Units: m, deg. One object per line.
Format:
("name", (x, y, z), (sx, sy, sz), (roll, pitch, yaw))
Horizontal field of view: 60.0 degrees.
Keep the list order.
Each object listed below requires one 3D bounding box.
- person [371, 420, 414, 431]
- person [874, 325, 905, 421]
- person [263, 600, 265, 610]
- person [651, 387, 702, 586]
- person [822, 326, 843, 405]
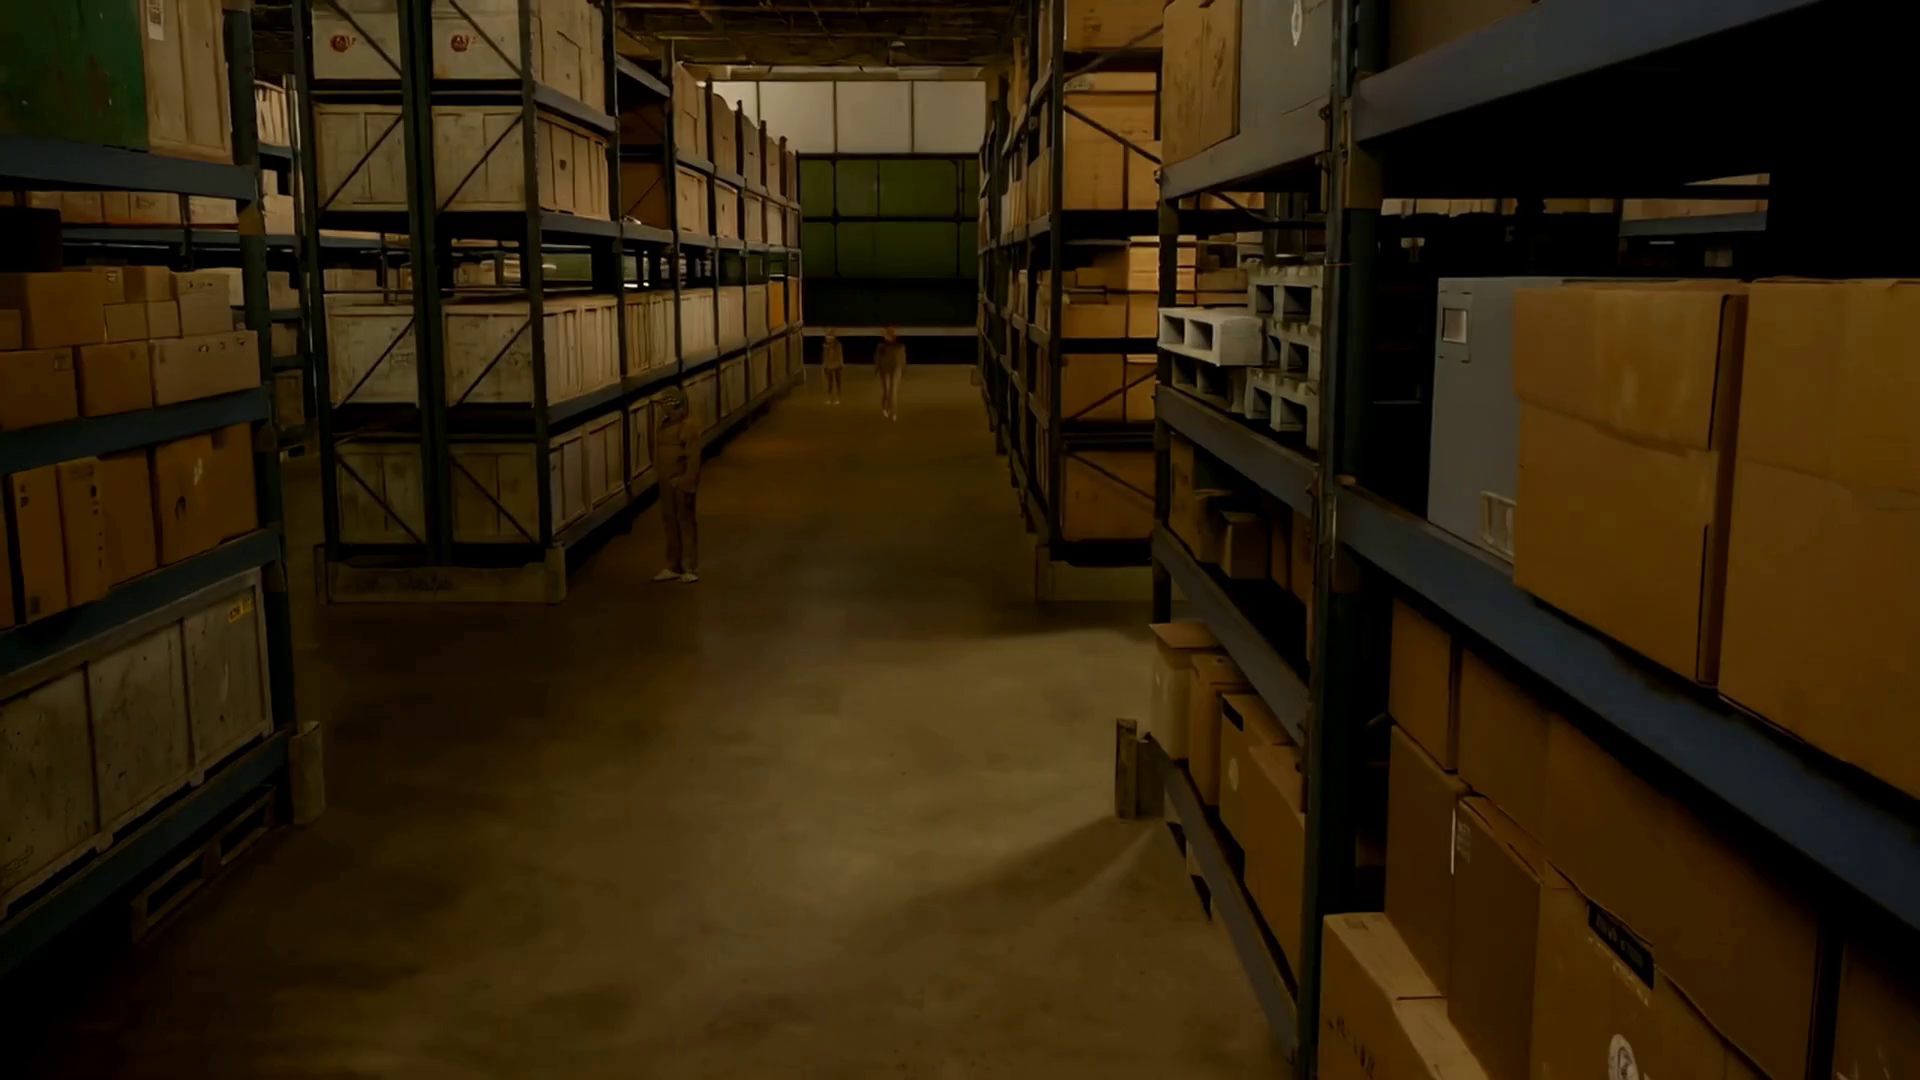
("person", (-7.889, -1.691, 23.188), (0.643, 1.913, 0.408), (-5, 11, -28))
("person", (-1.418, -3.373, 33.509), (0.634, 1.915, 0.759), (-1, 9, -8))
("person", (-6.406, -0.260, 14.151), (1.016, 1.991, 0.638), (0, 9, 1))
("person", (-2.756, -0.522, 16.034), (0.409, 1.906, 0.652), (-8, 12, -41))
("person", (-2.863, -3.901, 37.205), (0.571, 1.755, 0.319), (-8, 12, -40))
